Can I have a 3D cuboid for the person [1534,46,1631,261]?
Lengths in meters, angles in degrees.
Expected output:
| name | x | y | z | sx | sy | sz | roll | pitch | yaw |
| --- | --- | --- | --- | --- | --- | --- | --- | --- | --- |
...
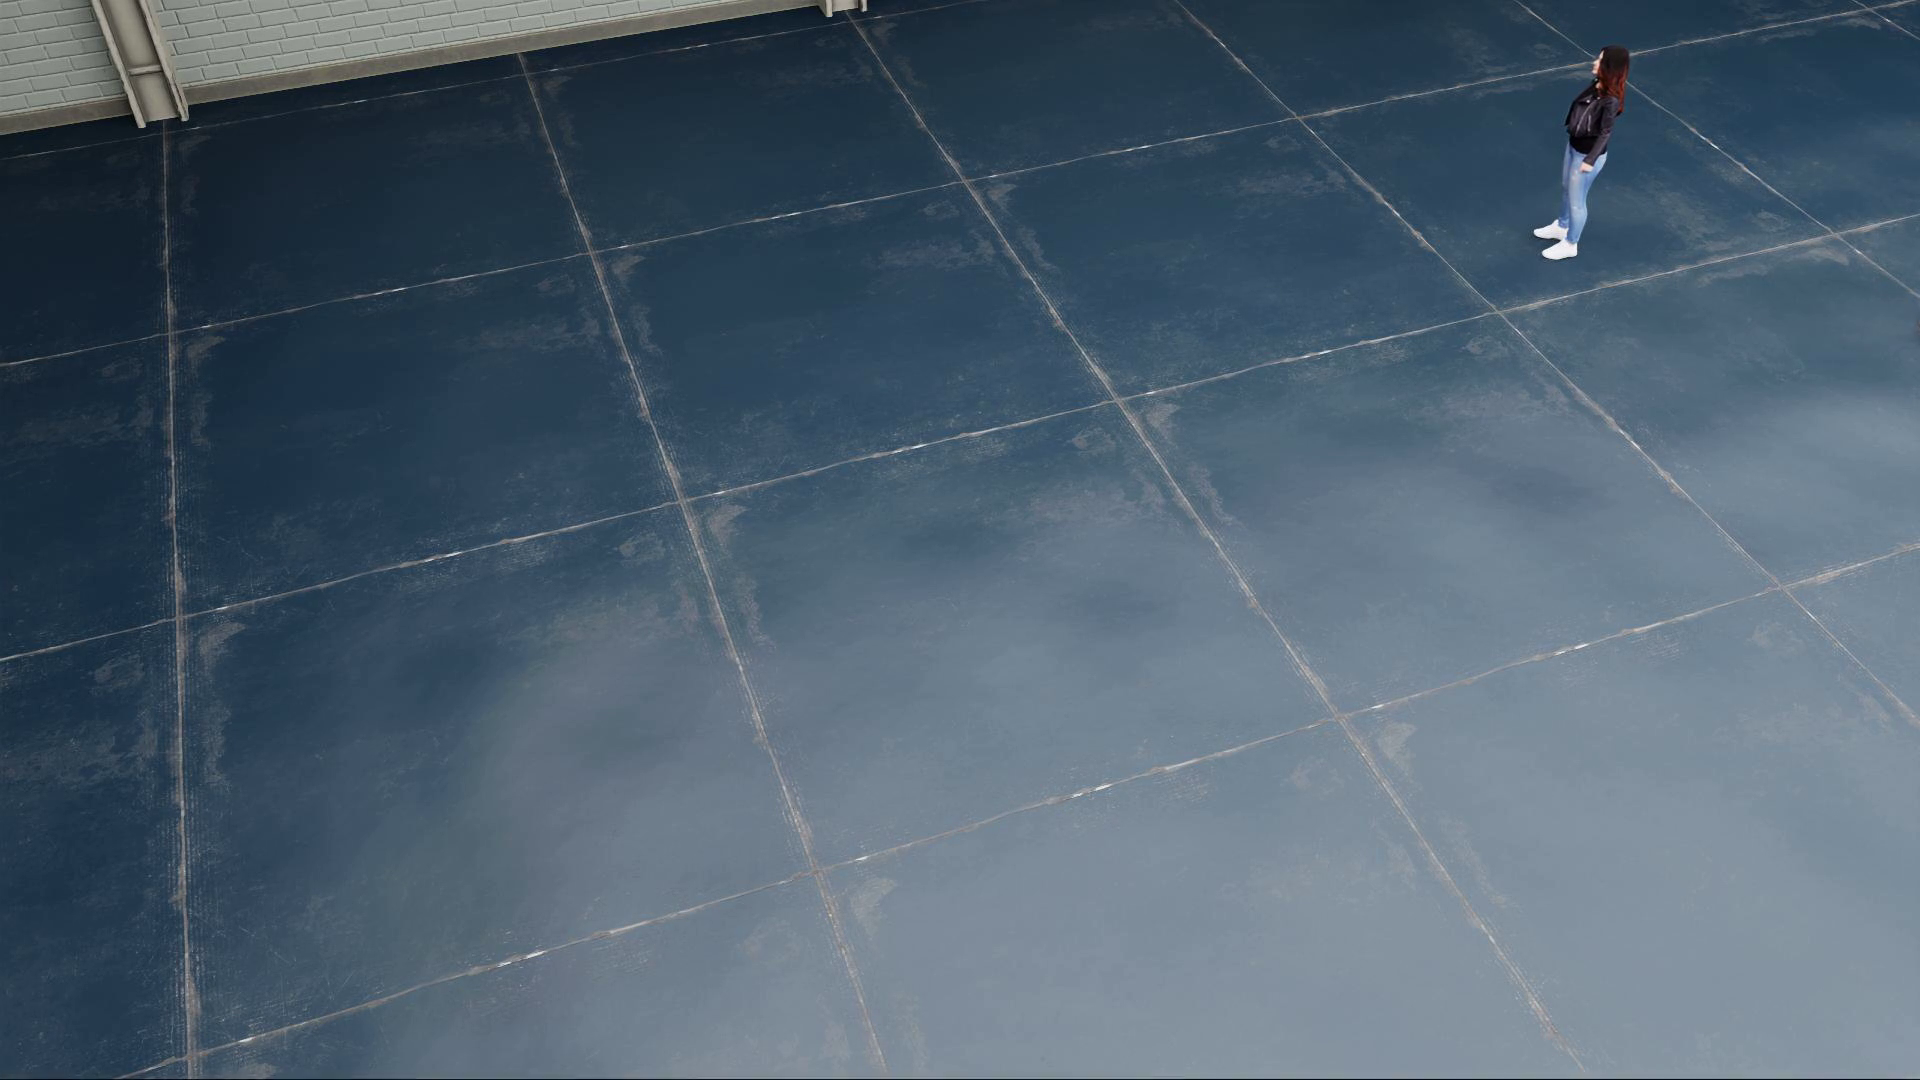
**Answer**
| name | x | y | z | sx | sy | sz | roll | pitch | yaw |
| --- | --- | --- | --- | --- | --- | --- | --- | --- | --- |
| person | 4.526 | -2.815 | 12.031 | 0.701 | 1.634 | 0.711 | 3 | 43 | 3 |
